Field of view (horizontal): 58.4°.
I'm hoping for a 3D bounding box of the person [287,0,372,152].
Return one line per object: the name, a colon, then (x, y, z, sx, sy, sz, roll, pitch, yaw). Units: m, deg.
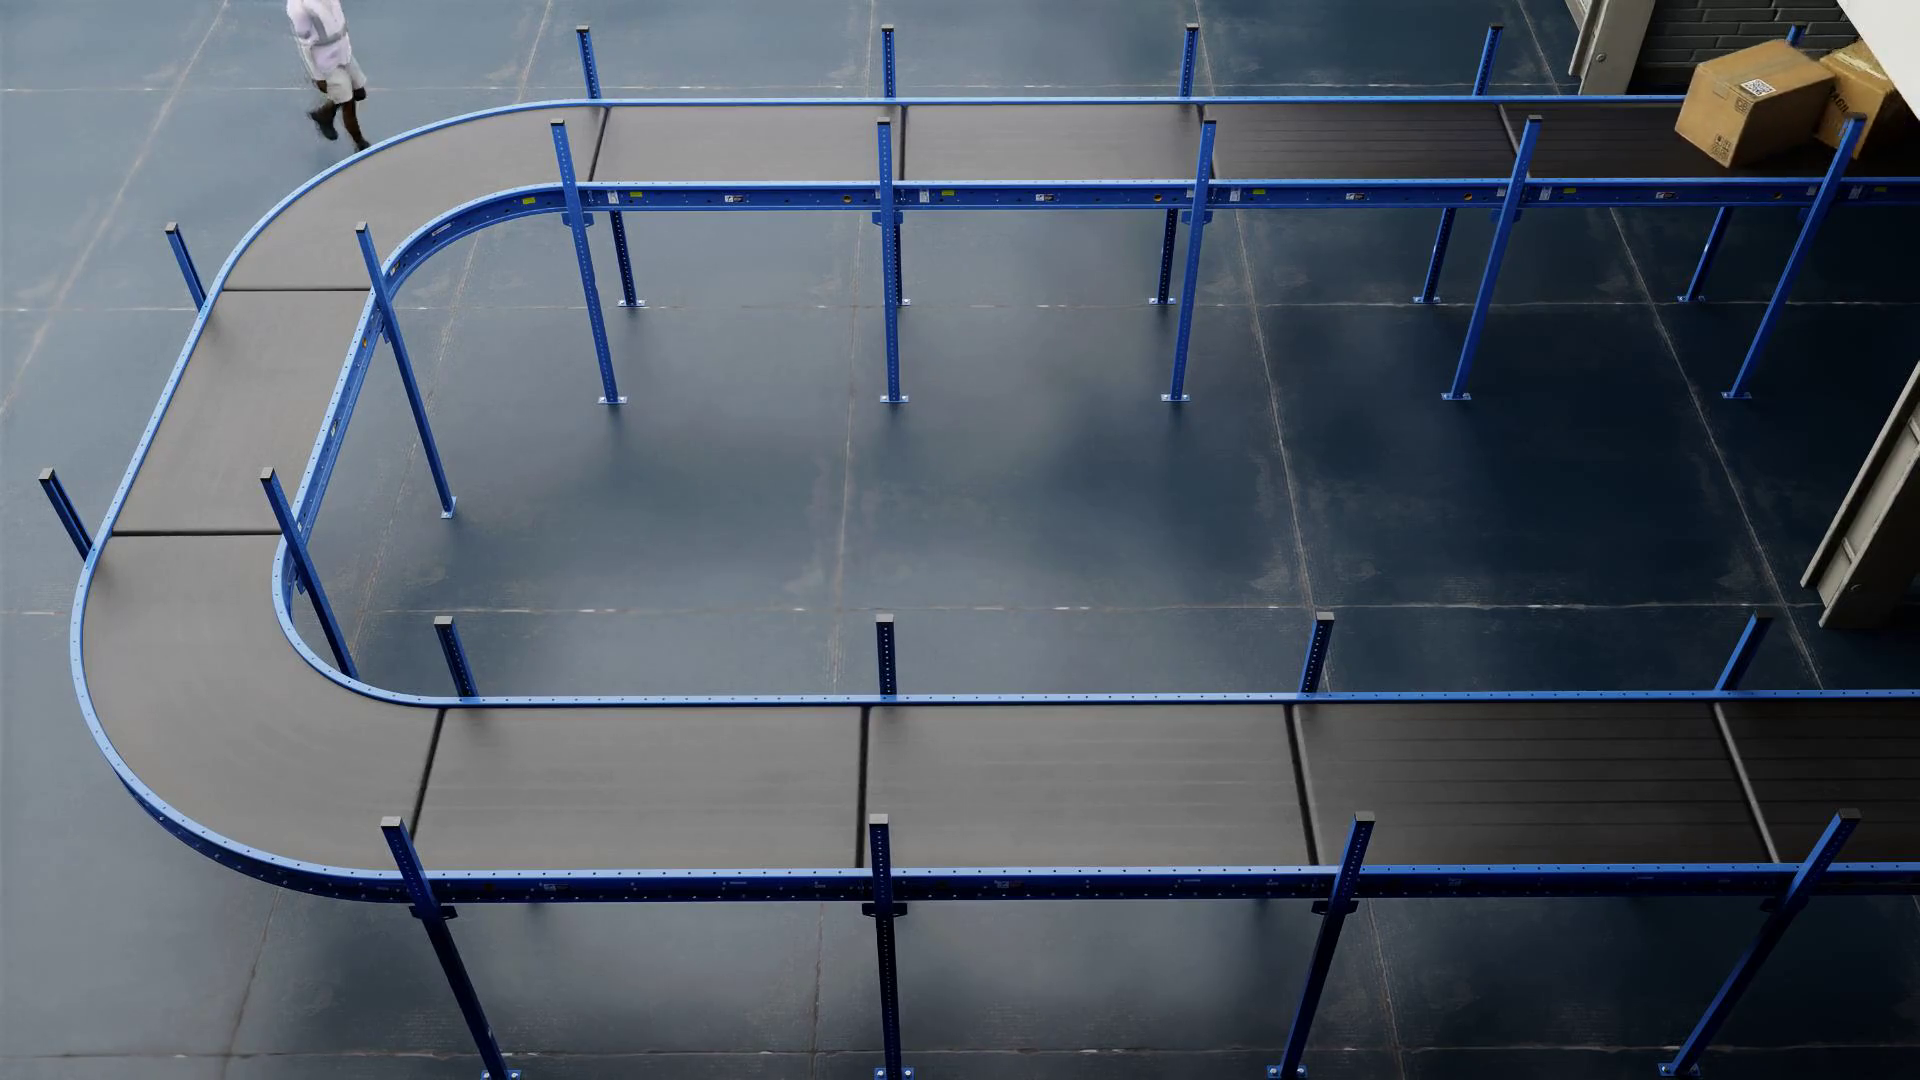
person: (-5.010, -3.836, 13.549, 0.671, 1.920, 0.550, 14, 49, 13)
